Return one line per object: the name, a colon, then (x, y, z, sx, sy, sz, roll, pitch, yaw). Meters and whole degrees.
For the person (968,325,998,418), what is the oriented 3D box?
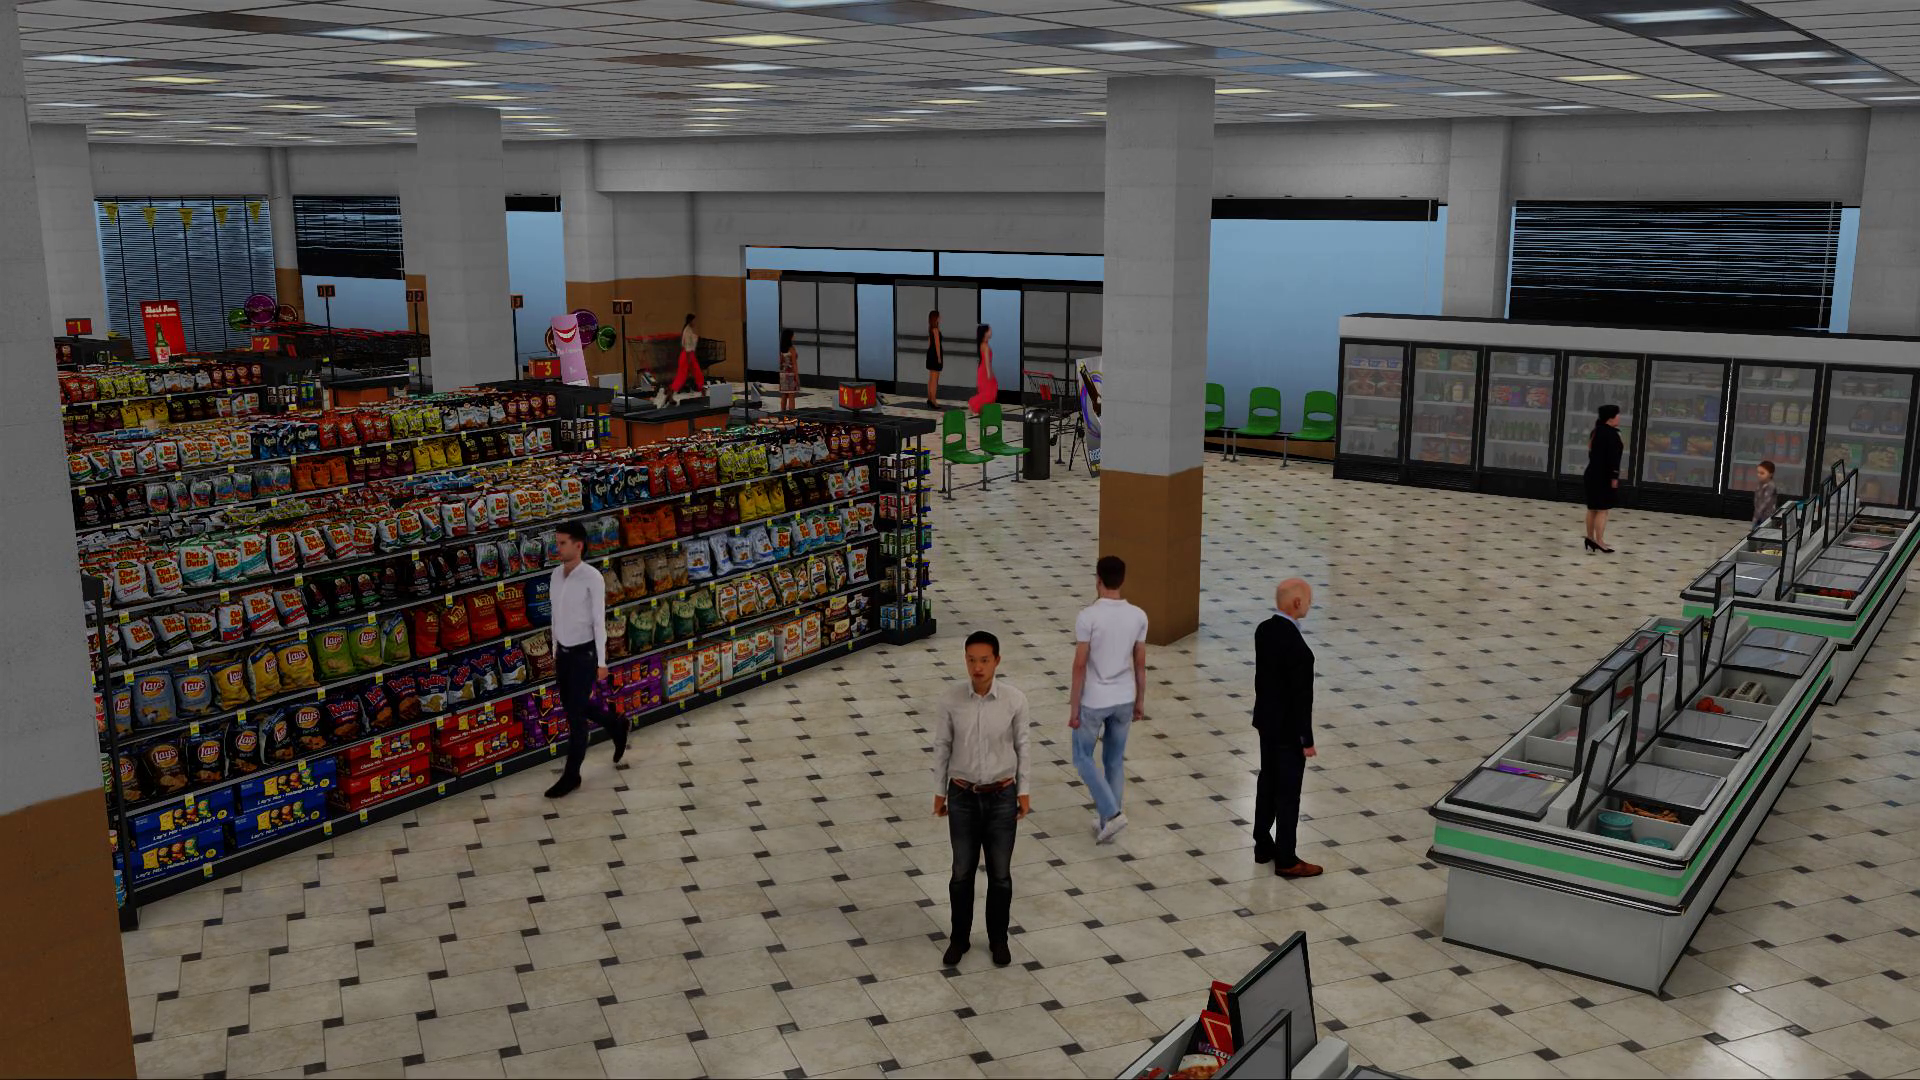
person: (0.367, -2.890, 29.092, 0.922, 1.717, 0.855, -3, 12, -12)

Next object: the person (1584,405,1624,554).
person: (7.252, -0.695, 18.783, 0.861, 1.671, 0.783, -1, 12, -4)

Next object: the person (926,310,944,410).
person: (-0.472, -3.365, 31.065, 0.703, 1.834, 0.667, -4, 12, -18)

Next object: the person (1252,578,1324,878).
person: (1.932, 1.103, 9.934, 0.787, 1.798, 0.766, -4, 13, -19)

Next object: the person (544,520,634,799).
person: (-2.543, 0.772, 11.398, 0.610, 1.842, 1.104, 8, 14, 34)

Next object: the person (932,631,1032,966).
person: (0.123, 1.347, 8.745, 0.740, 1.809, 0.729, 1, 12, 4)

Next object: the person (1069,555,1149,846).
person: (0.935, 1.028, 10.198, 0.934, 1.836, 0.965, -5, 13, -22)

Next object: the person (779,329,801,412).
person: (-3.019, -2.885, 29.245, 0.620, 1.645, 0.701, -10, 16, -40)

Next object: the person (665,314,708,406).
person: (-5.170, -3.312, 31.080, 1.089, 1.723, 1.204, 0, 12, 1)

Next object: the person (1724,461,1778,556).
person: (8.749, -0.258, 17.948, 0.806, 1.158, 0.793, 0, 12, -1)
